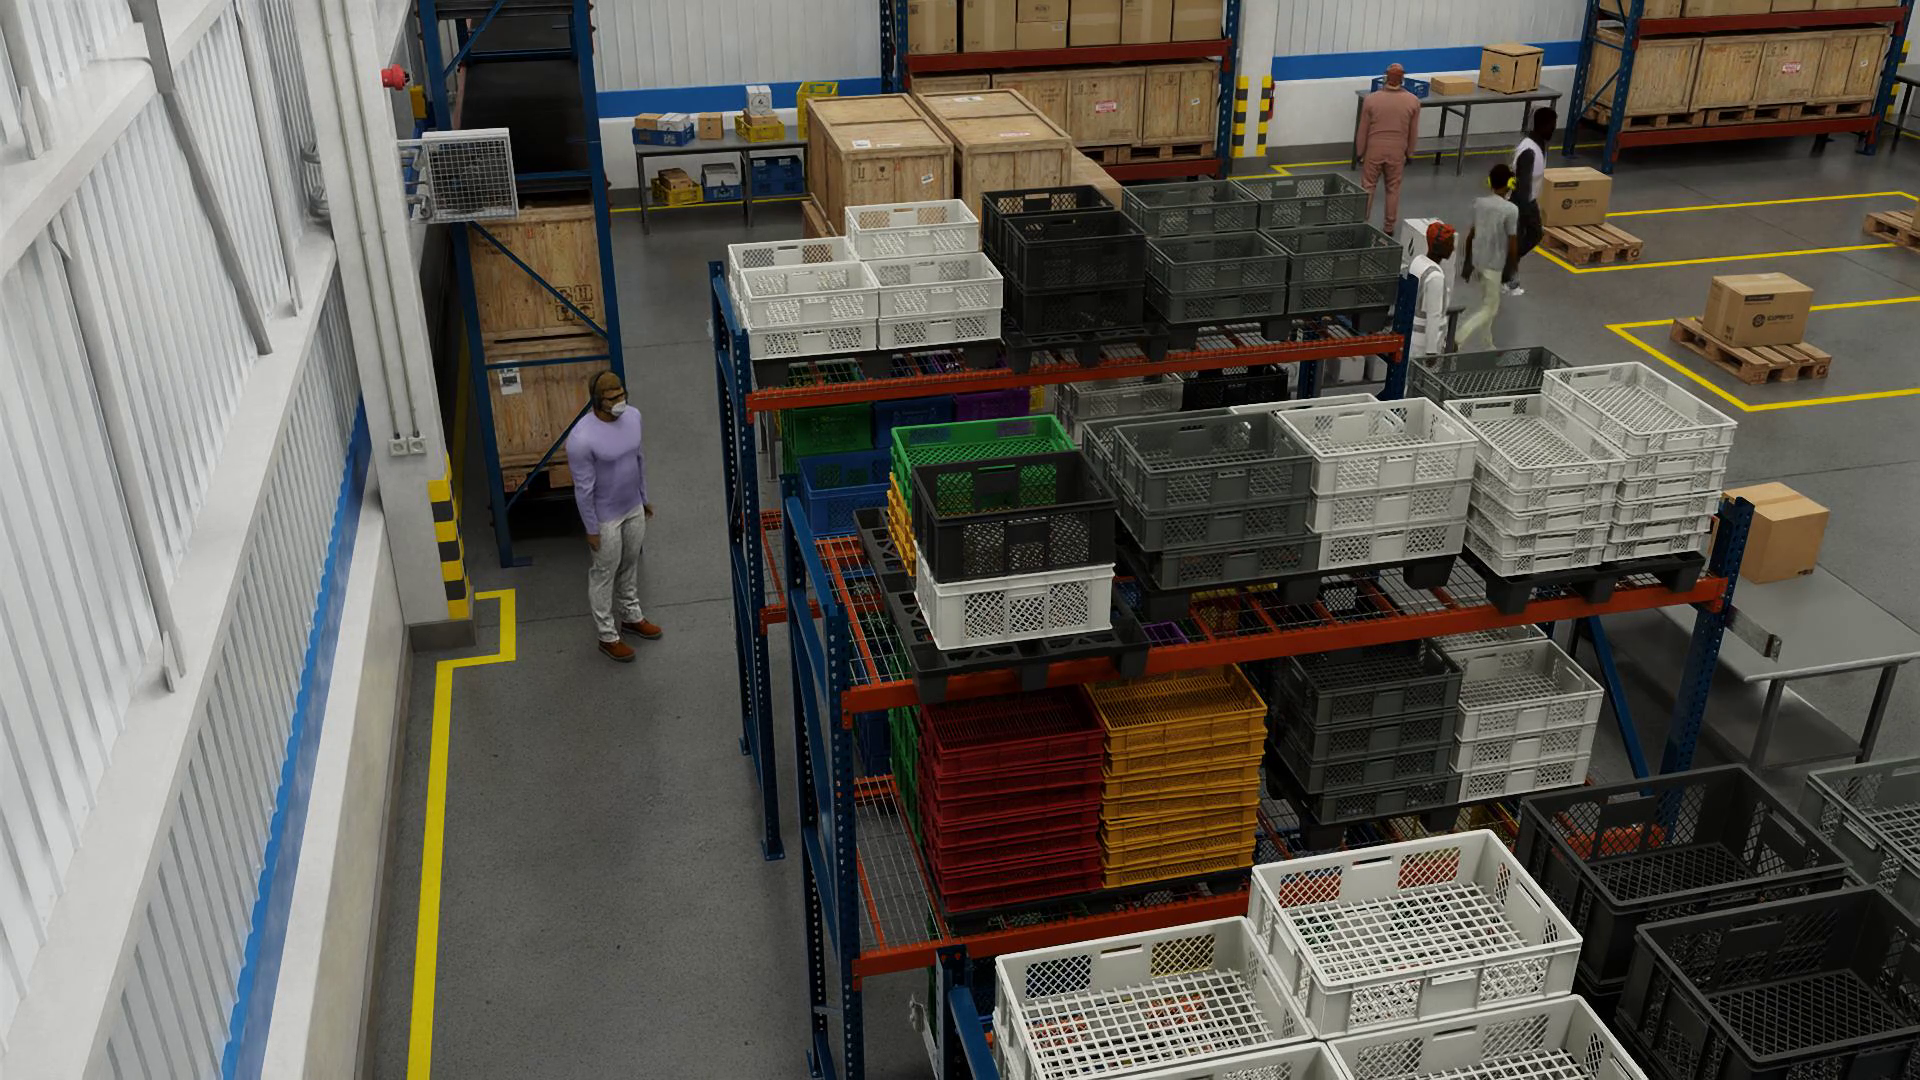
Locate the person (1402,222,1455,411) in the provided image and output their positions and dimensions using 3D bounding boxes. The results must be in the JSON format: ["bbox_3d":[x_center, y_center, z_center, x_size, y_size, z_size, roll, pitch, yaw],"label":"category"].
[{"bbox_3d":[3.723,-1.633,13.407,0.354,1.876,0.576,-1,28,-3],"label":"person"}]

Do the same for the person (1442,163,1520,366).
[{"bbox_3d":[4.727,-2.457,15.020,0.746,1.829,0.593,-13,30,-23],"label":"person"}]

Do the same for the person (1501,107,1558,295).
[{"bbox_3d":[5.686,-3.405,16.743,0.453,1.901,0.599,16,32,27],"label":"person"}]

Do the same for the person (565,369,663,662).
[{"bbox_3d":[-2.187,-0.179,10.580,0.376,1.940,0.627,15,31,26],"label":"person"}]

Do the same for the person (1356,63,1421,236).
[{"bbox_3d":[4.739,-4.332,18.509,0.657,1.901,0.396,3,28,6],"label":"person"}]
